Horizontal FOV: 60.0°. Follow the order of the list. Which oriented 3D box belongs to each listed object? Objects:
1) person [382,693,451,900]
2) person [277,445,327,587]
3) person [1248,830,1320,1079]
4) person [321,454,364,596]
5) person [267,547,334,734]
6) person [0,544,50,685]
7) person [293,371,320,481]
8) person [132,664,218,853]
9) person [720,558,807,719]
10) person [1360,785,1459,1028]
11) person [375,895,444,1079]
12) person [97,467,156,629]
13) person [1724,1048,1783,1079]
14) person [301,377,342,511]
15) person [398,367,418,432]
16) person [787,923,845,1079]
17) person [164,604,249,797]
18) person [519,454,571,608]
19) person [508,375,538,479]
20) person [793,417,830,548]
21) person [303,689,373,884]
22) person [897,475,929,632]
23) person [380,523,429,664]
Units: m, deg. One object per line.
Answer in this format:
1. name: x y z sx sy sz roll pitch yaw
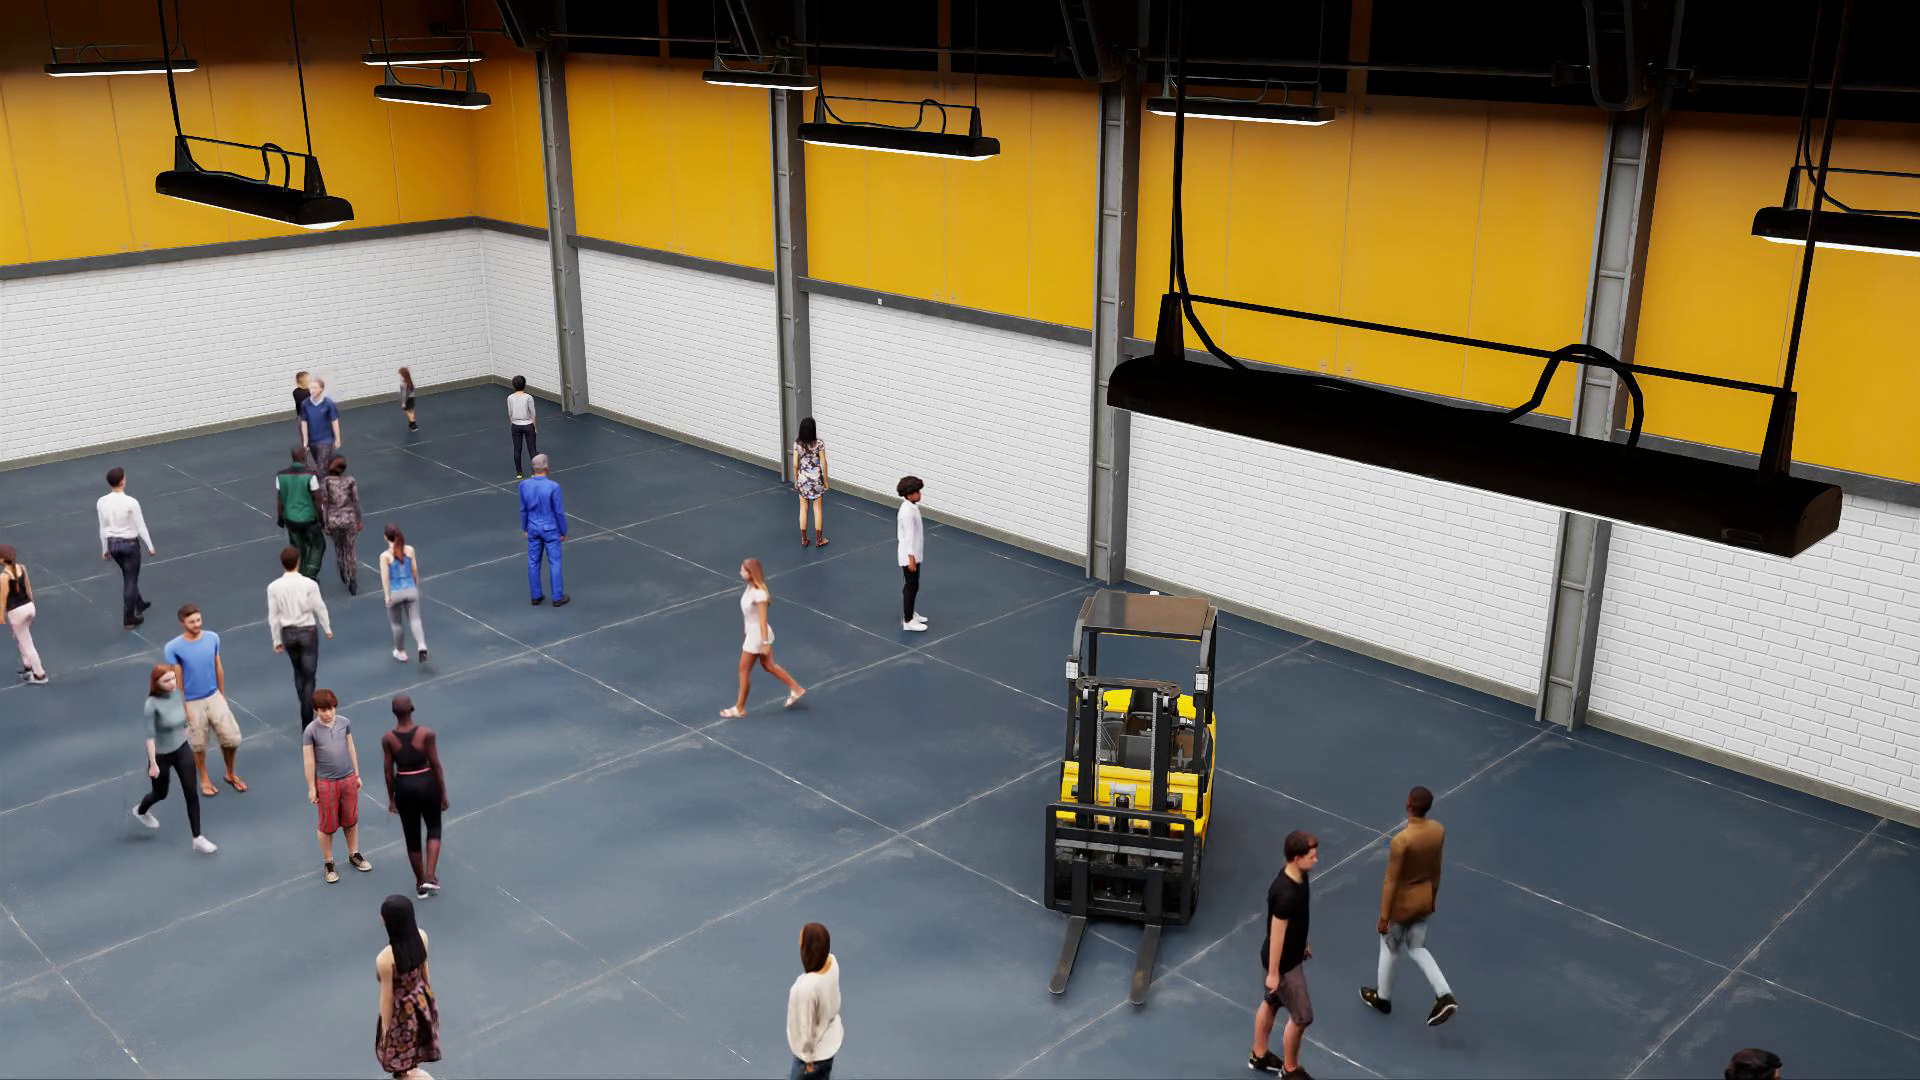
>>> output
1. person: -4.356 2.079 13.300 0.783 1.755 0.833 -4 19 -12
2. person: -7.930 -0.207 20.002 0.891 1.810 0.972 0 19 0
3. person: 2.079 2.763 11.122 0.919 1.849 0.859 7 20 19
4. person: -7.457 -0.161 20.071 0.832 1.679 1.022 -8 20 -22
5. person: -6.500 1.016 16.321 1.007 1.842 1.081 -1 19 -2
6. person: -9.818 0.775 17.492 0.780 1.550 0.708 3 19 8
7. person: -9.635 -1.670 24.572 0.556 1.666 0.695 11 22 30
8. person: -6.745 1.843 14.084 1.219 1.703 0.894 8 20 22
9. person: -1.944 0.980 16.711 0.991 1.661 1.138 -6 19 -16
10. person: 3.232 2.598 11.686 0.824 1.802 1.096 -12 22 -33
11. person: -3.403 3.045 10.426 1.000 1.758 0.837 7 20 20
12. person: -9.586 0.120 18.977 1.006 1.845 1.040 2 19 5
13. person: 4.299 3.524 9.213 0.677 1.626 0.647 6 20 18
14. person: -8.983 -1.388 23.474 1.185 1.833 1.181 2 19 6
15. person: -9.129 -2.350 27.496 0.648 1.089 0.541 1 19 3
16. person: -0.813 3.132 10.308 0.807 1.670 0.743 8 20 22
17. person: -6.944 1.423 15.103 0.661 1.847 0.694 -16 24 -39
18. person: -4.938 -0.117 19.714 0.722 1.824 0.848 4 19 11
19. person: -6.527 -1.696 24.826 0.609 1.553 0.670 0 19 0
20. person: -1.960 -0.762 21.771 0.637 1.733 0.738 3 19 9
21. person: -5.168 1.988 13.735 0.602 1.650 0.523 -16 24 -39
22. person: -0.563 0.131 19.002 0.785 1.809 0.733 1 19 2
23. person: -5.987 0.599 17.940 0.614 1.599 0.919 -15 24 -38
